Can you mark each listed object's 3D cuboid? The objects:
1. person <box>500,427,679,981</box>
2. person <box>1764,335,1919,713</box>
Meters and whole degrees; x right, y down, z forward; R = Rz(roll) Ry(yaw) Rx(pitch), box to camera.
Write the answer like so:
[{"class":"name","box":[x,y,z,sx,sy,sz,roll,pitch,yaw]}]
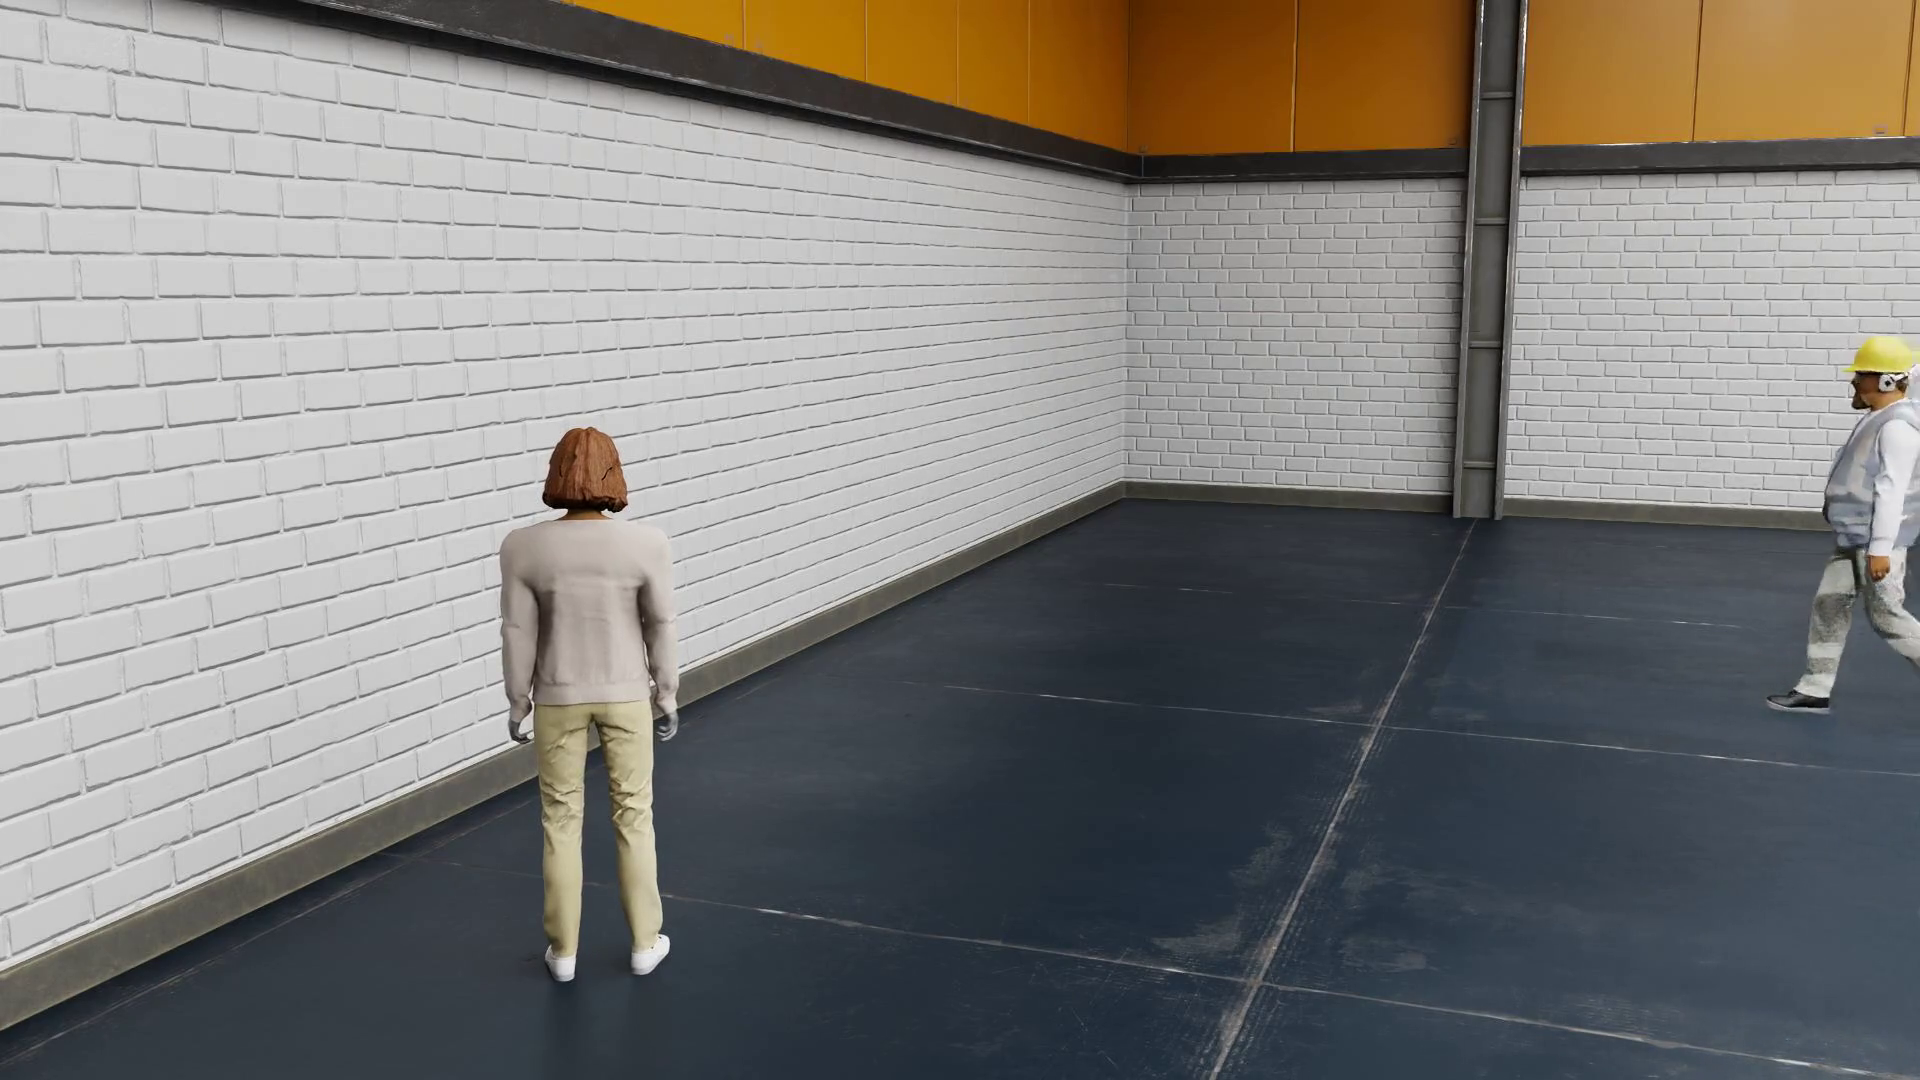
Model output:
[{"class":"person","box":[-1.079,0.484,4.890,0.507,1.632,0.272,-1,9,-9]},{"class":"person","box":[4.271,-0.040,7.660,0.834,1.803,0.599,3,9,17]}]
